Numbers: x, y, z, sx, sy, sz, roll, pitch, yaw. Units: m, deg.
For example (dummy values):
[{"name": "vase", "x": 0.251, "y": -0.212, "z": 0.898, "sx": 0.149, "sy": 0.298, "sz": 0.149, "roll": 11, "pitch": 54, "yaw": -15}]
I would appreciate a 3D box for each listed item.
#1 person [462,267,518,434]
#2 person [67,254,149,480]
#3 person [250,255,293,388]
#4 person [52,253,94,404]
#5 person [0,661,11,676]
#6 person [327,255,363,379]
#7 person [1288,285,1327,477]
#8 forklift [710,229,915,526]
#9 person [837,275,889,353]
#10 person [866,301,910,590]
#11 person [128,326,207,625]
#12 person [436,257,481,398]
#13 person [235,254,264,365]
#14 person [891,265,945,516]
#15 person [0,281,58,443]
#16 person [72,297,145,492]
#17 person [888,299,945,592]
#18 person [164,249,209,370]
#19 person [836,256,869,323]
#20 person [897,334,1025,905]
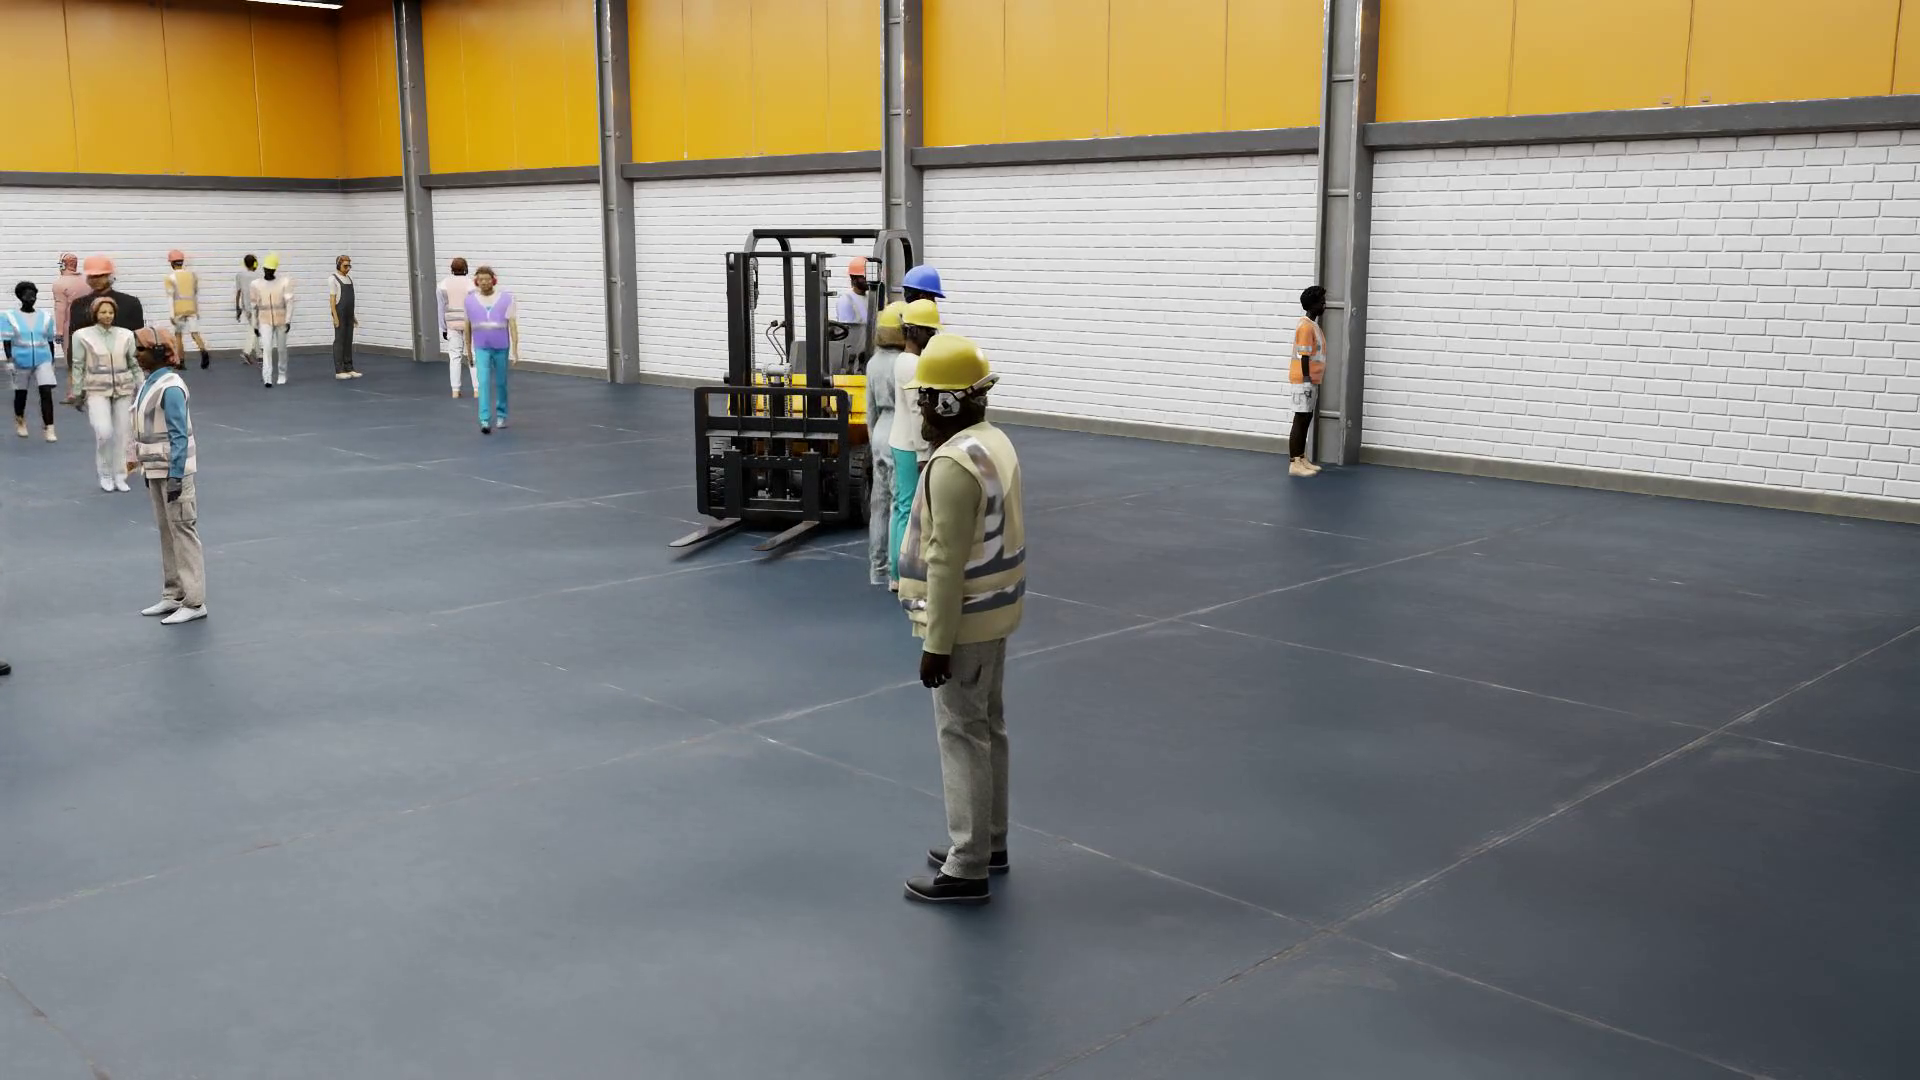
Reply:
[{"name": "person", "x": -5.104, "y": -2.069, "z": 18.100, "sx": 0.569, "sy": 1.795, "sz": 0.975, "roll": -3, "pitch": 11, "yaw": -14}, {"name": "person", "x": -7.470, "y": -1.491, "z": 14.498, "sx": 0.642, "sy": 1.953, "sz": 0.930, "roll": -1, "pitch": 10, "yaw": -3}, {"name": "person", "x": -9.737, "y": -3.105, "z": 23.584, "sx": 0.572, "sy": 1.866, "sz": 1.016, "roll": -3, "pitch": 11, "yaw": -17}, {"name": "person", "x": -11.251, "y": -2.679, "z": 21.117, "sx": 0.410, "sy": 1.909, "sz": 0.642, "roll": 3, "pitch": 11, "yaw": 14}, {"name": "person", "x": -4.789, "y": -0.258, "z": 7.847, "sx": 0.376, "sy": 1.934, "sz": 0.546, "roll": 1, "pitch": 10, "yaw": 3}, {"name": "person", "x": -9.180, "y": -3.320, "z": 24.802, "sx": 0.345, "sy": 1.840, "sz": 0.503, "roll": 3, "pitch": 11, "yaw": 15}, {"name": "person", "x": 3.093, "y": -1.413, "z": 14.808, "sx": 0.320, "sy": 1.694, "sz": 0.531, "roll": 4, "pitch": 11, "yaw": 21}, {"name": "forklift", "x": -1.050, "y": -1.319, "z": 12.920, "sx": 1.214, "sy": 2.155, "sz": 2.313, "roll": 2, "pitch": 11, "yaw": 13}, {"name": "person", "x": -1.109, "y": -2.037, "z": 17.841, "sx": 0.661, "sy": 1.822, "sz": 0.658, "roll": -7, "pitch": 12, "yaw": -33}, {"name": "person", "x": -0.366, "y": -0.567, "z": 10.053, "sx": 0.315, "sy": 1.742, "sz": 0.490, "roll": -8, "pitch": 13, "yaw": -38}, {"name": "person", "x": -4.385, "y": -0.360, "z": 9.202, "sx": 0.307, "sy": 1.641, "sz": 0.511, "roll": -9, "pitch": 14, "yaw": -41}, {"name": "person", "x": -6.530, "y": -2.787, "z": 21.885, "sx": 0.627, "sy": 1.846, "sz": 0.429, "roll": 0, "pitch": 10, "yaw": -2}, {"name": "person", "x": -11.753, "y": -3.816, "z": 27.554, "sx": 0.540, "sy": 1.834, "sz": 0.922, "roll": 2, "pitch": 11, "yaw": 9}, {"name": "person", "x": -0.274, "y": -0.798, "z": 10.775, "sx": 0.398, "sy": 1.939, "sz": 0.602, "roll": -6, "pitch": 12, "yaw": -31}, {"name": "person", "x": -9.677, "y": -1.858, "z": 17.276, "sx": 0.524, "sy": 1.668, "sz": 0.786, "roll": -9, "pitch": 13, "yaw": -39}, {"name": "person", "x": -7.029, "y": -1.196, "z": 13.780, "sx": 0.402, "sy": 1.621, "sz": 0.538, "roll": 9, "pitch": 14, "yaw": 42}, {"name": "person", "x": -0.252, "y": -0.524, "z": 9.770, "sx": 0.328, "sy": 1.762, "sz": 0.523, "roll": -2, "pitch": 11, "yaw": -10}, {"name": "person", "x": -12.217, "y": -3.621, "z": 26.233, "sx": 0.809, "sy": 1.917, "sz": 0.559, "roll": 9, "pitch": 14, "yaw": 40}, {"name": "person", "x": -0.929, "y": -1.701, "z": 15.702, "sx": 0.374, "sy": 1.935, "sz": 0.552, "roll": 5, "pitch": 12, "yaw": 27}, {"name": "person", "x": 0.002, "y": 0.253, "z": 5.367, "sx": 0.403, "sy": 1.825, "sz": 0.591, "roll": 2, "pitch": 11, "yaw": 13}]
